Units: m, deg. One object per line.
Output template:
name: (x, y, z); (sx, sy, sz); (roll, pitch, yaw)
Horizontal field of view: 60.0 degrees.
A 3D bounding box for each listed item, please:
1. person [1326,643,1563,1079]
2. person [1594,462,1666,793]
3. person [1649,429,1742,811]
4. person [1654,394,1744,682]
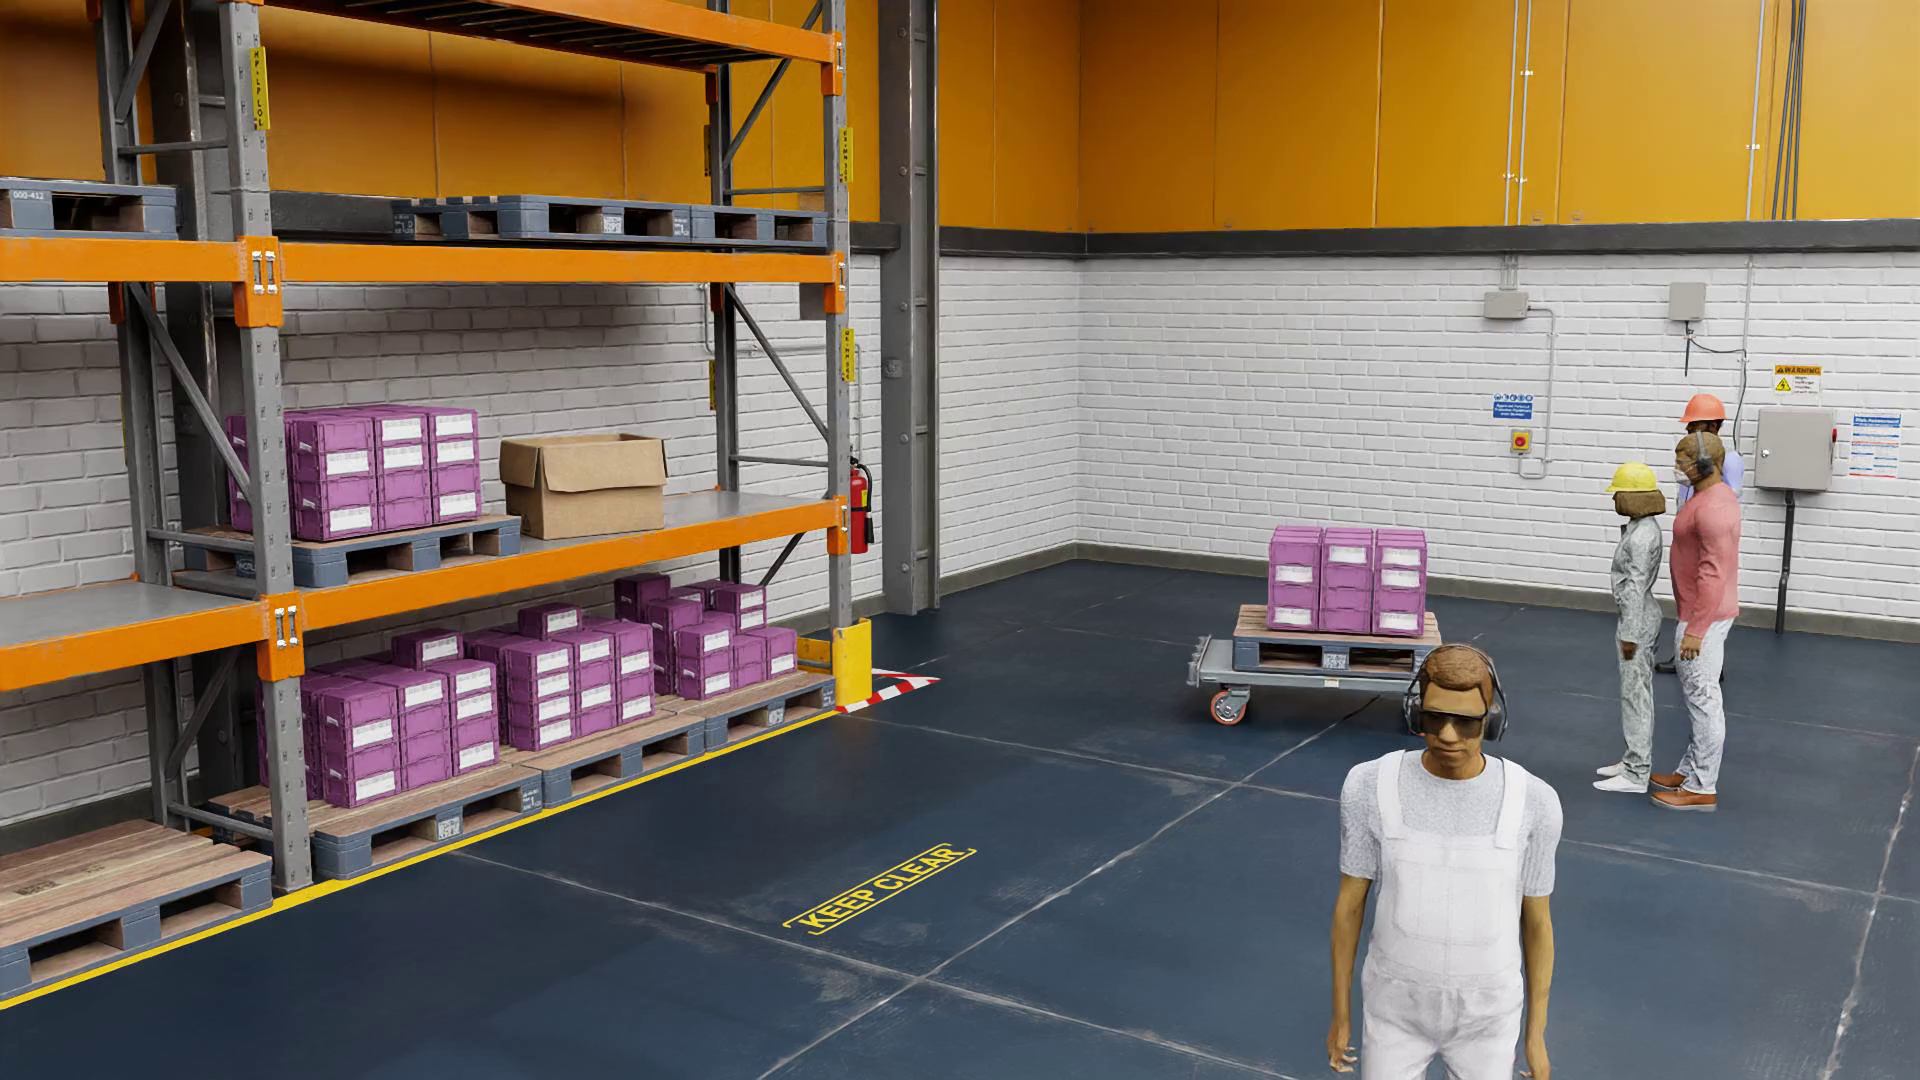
person: (1.138, 1.138, 3.956); (0.517, 1.842, 0.327); (3, 9, 16)
person: (3.520, 0.456, 8.752); (0.320, 1.738, 0.486); (4, 10, 24)
person: (3.740, 0.406, 8.430); (0.371, 1.935, 0.627); (4, 9, 23)
person: (4.941, -0.010, 11.118); (0.373, 1.934, 0.551); (-2, 9, -12)
